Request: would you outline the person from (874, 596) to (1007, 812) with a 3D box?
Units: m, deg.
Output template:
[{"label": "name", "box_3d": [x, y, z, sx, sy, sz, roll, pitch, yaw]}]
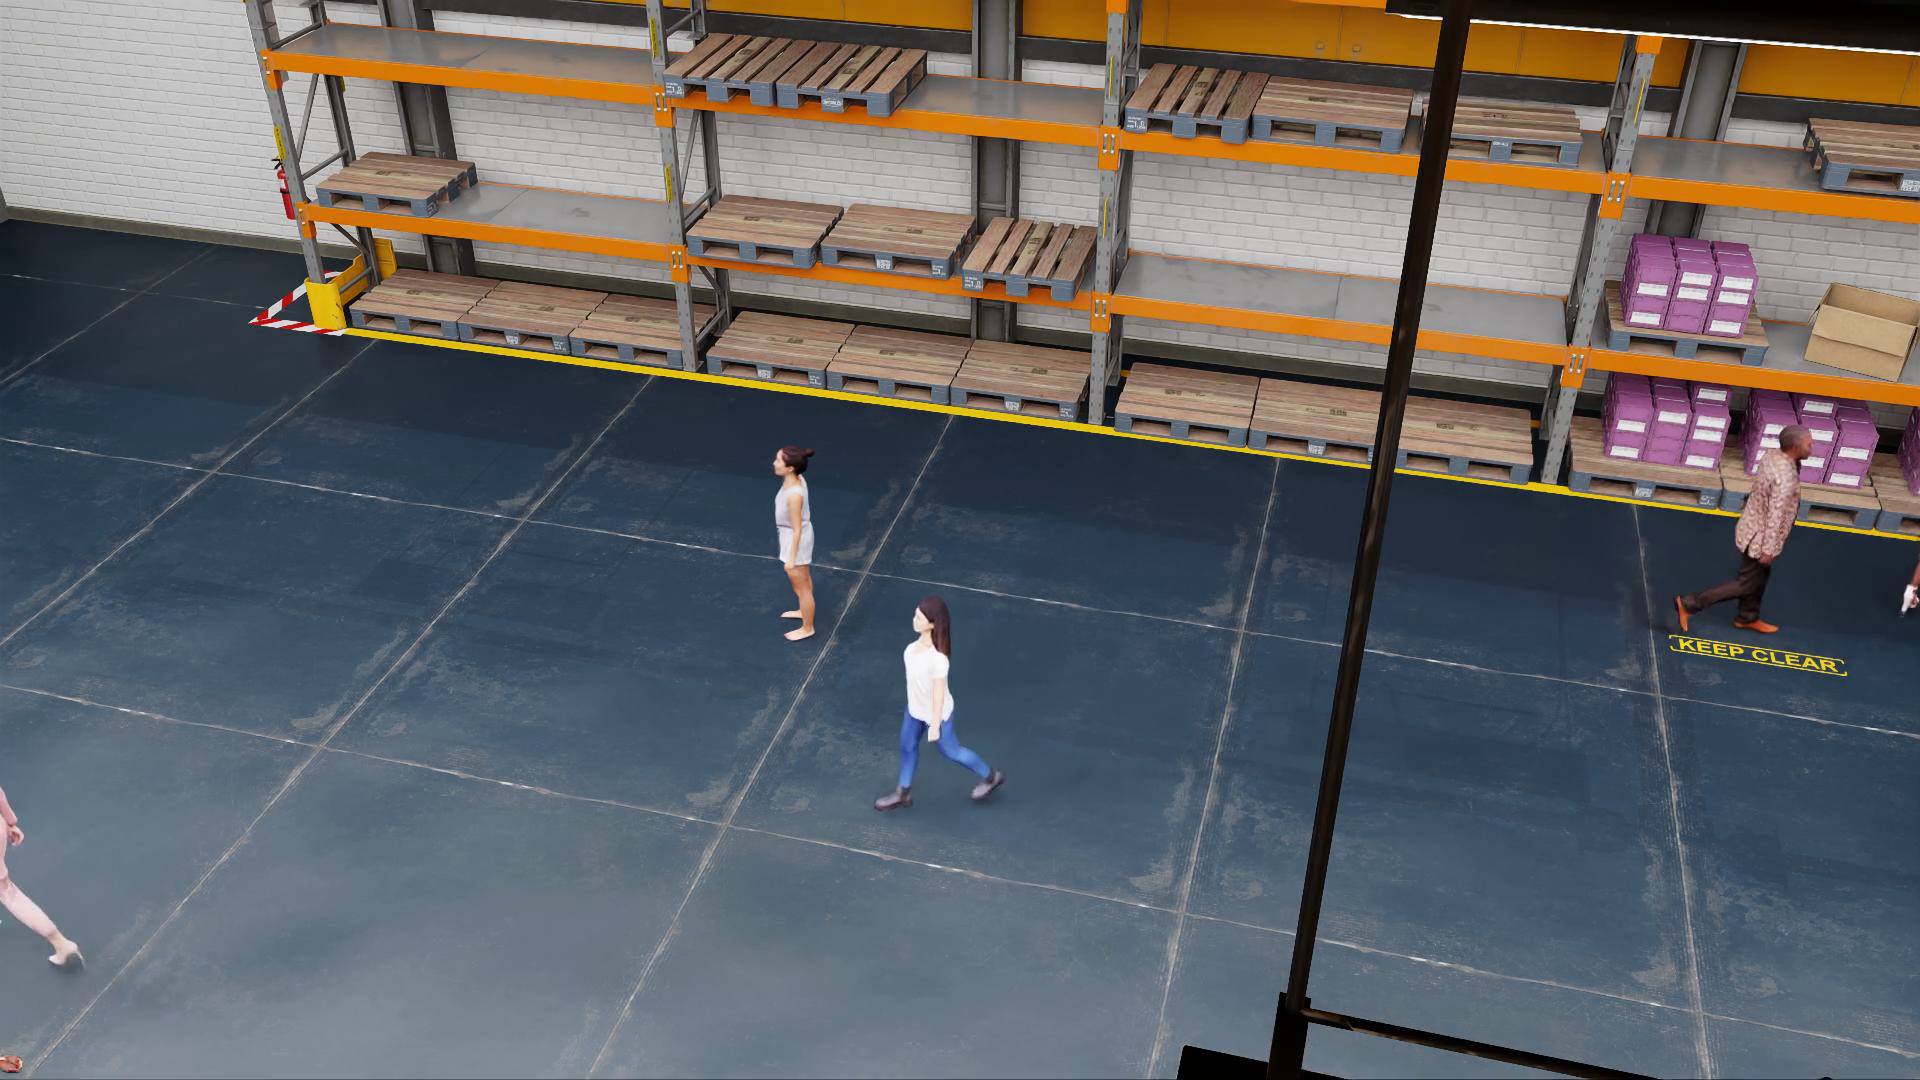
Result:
[{"label": "person", "box_3d": [-0.086, 1.079, 10.558, 1.186, 1.650, 0.977, -9, 35, -13]}]

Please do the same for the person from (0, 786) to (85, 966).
[{"label": "person", "box_3d": [-5.484, 1.777, 9.425, 1.120, 1.743, 0.656, 7, 34, 10]}]

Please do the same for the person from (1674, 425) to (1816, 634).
[{"label": "person", "box_3d": [5.746, -0.048, 12.135, 1.017, 1.782, 0.689, 8, 35, 12]}]

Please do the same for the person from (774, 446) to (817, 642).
[{"label": "person", "box_3d": [-1.199, 0.001, 12.225, 0.662, 1.601, 0.648, -4, 34, -6]}]
